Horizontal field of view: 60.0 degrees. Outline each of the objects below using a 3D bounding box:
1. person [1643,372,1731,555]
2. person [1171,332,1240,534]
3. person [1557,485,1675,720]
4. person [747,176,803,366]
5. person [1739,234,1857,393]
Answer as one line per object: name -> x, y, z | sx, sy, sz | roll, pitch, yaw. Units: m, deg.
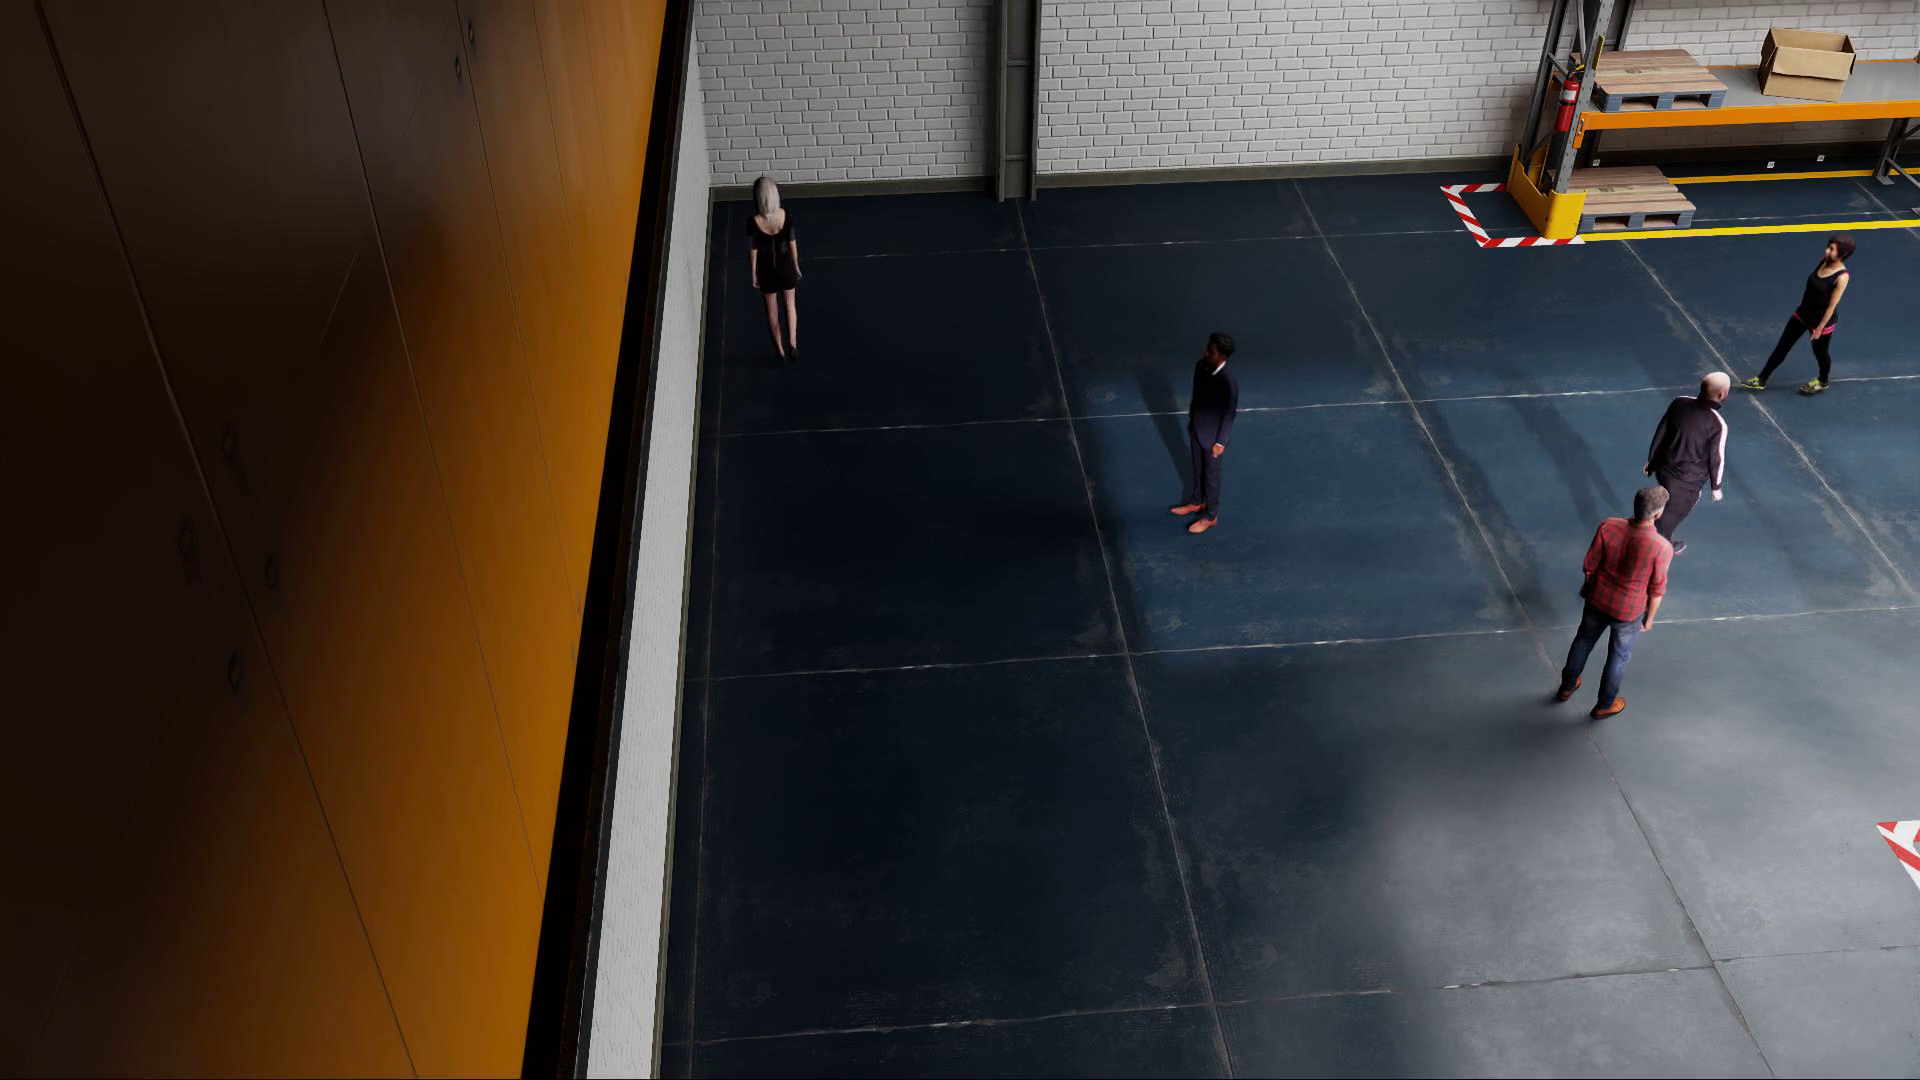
person -> 5.108, -0.391, 12.016 | 1.036, 1.806, 0.820 | -11, 40, -14
person -> 1.906, -0.833, 12.632 | 0.650, 1.727, 0.693 | -15, 41, -18
person -> 4.355, 0.394, 11.014 | 0.787, 1.830, 0.757 | -32, 48, -33
person -> -1.567, -2.254, 14.341 | 0.705, 1.817, 0.733 | -10, 40, -12
person -> 7.341, -1.882, 14.122 | 1.011, 1.509, 0.586 | -5, 39, -6
